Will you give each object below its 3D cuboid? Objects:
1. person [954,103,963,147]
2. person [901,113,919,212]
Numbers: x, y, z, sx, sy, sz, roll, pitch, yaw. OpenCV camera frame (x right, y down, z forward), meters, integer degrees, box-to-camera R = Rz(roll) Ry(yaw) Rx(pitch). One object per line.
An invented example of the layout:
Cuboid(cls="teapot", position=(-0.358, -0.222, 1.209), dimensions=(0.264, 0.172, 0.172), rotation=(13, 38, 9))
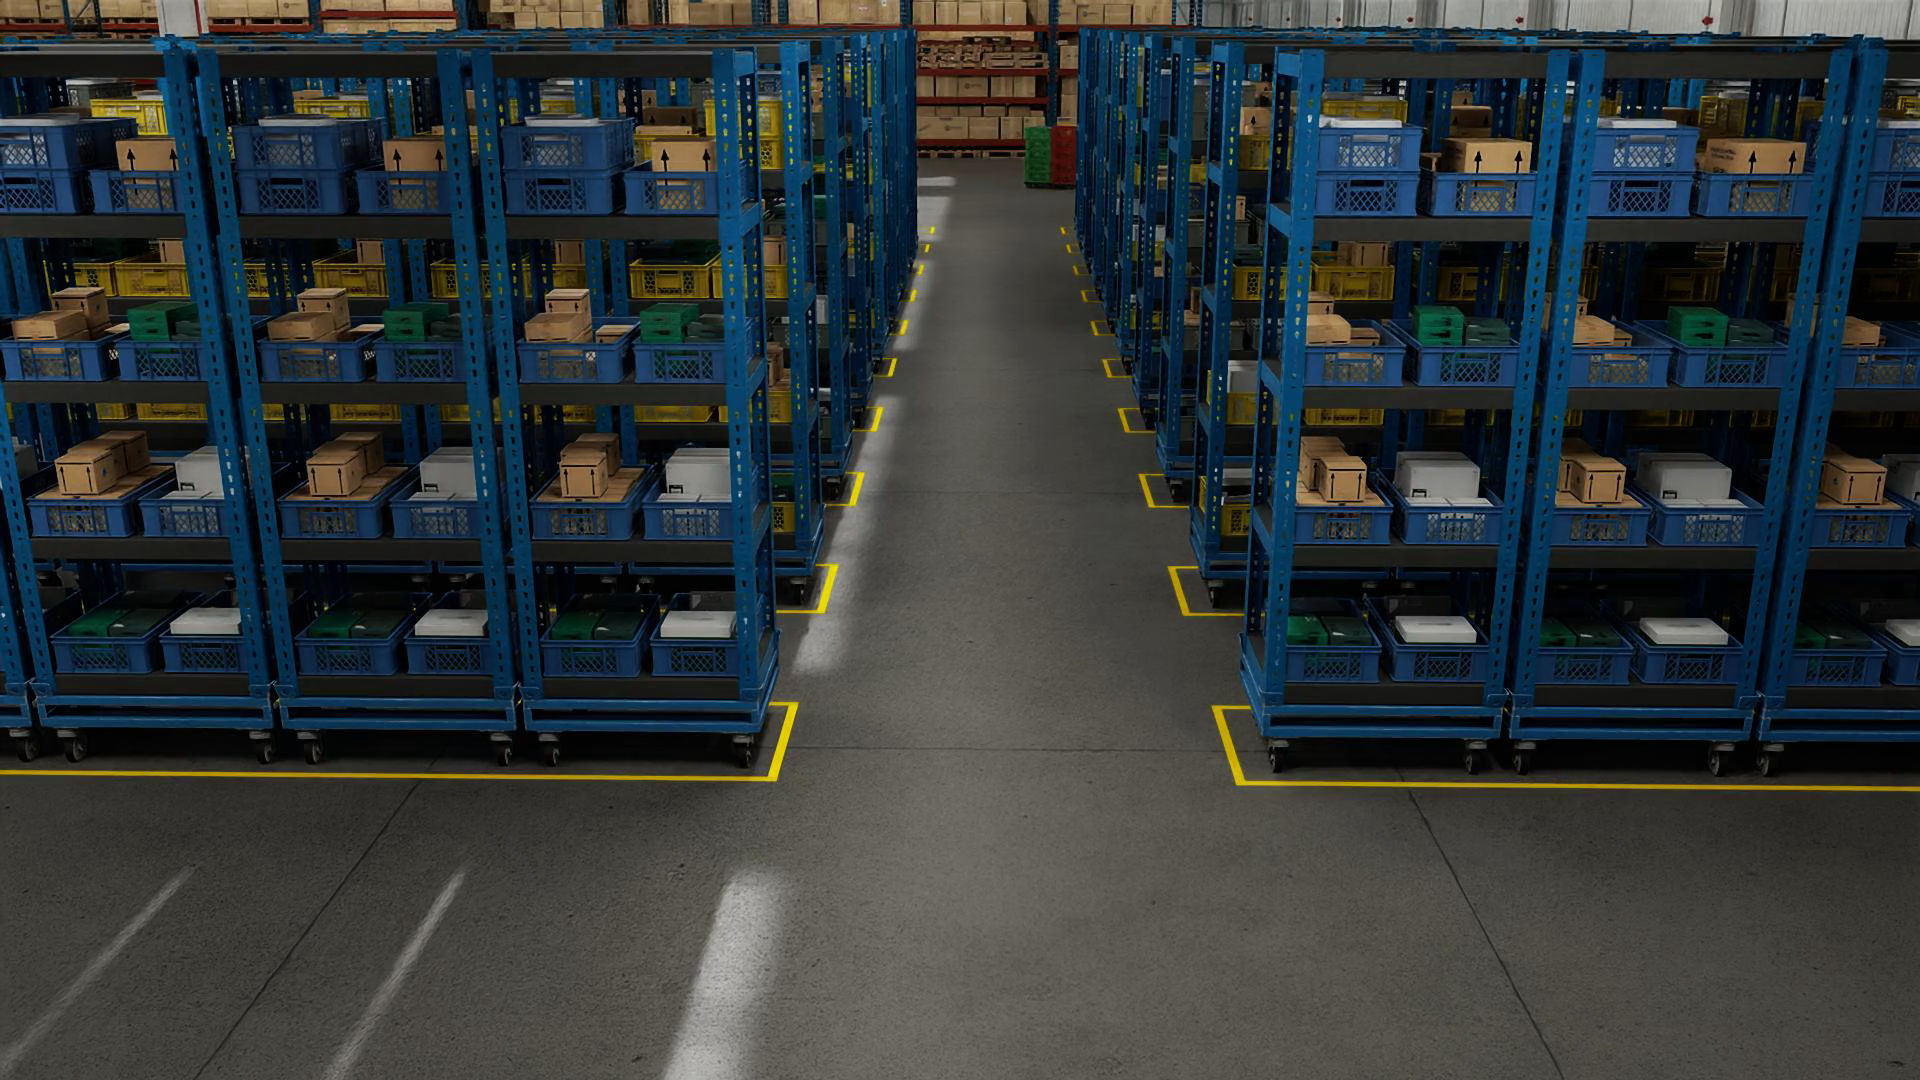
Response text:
Cuboid(cls="person", position=(-0.131, -12.863, 50.167), dimensions=(0.388, 1.948, 0.605), rotation=(16, 24, 42))
Cuboid(cls="person", position=(-1.063, -7.478, 32.926), dimensions=(0.624, 1.992, 0.386), rotation=(-16, 24, -41))
